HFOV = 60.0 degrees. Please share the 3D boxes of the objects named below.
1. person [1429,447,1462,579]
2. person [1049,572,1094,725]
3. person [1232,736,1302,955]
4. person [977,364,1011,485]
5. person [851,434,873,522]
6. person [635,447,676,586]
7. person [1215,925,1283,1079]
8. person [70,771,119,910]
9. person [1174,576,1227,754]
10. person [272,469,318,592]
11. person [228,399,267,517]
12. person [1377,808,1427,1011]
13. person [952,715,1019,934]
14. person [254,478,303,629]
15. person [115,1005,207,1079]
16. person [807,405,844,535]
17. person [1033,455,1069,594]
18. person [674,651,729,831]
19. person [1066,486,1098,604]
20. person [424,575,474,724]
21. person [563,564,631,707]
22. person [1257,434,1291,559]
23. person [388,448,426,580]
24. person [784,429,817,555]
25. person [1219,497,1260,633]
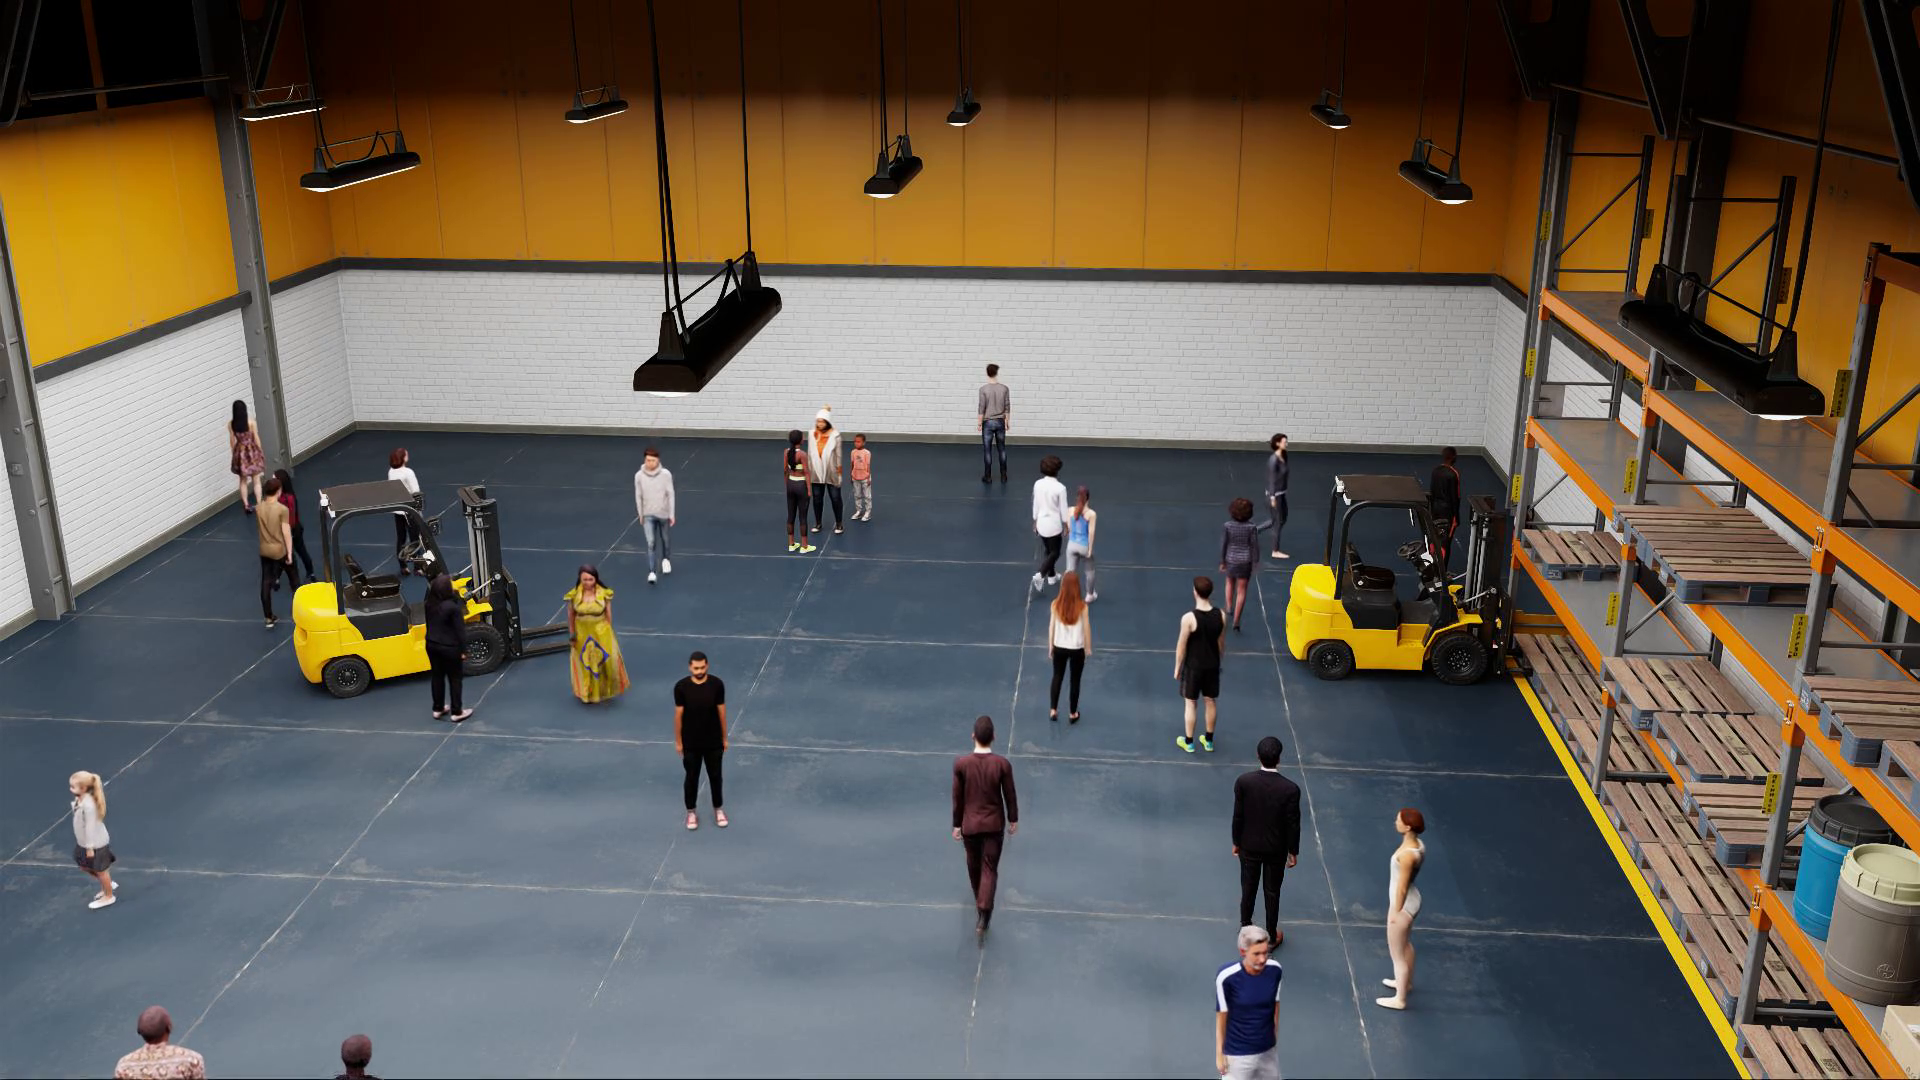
[{"bbox_3d":[6.438,-0.372,22.131,0.758,1.810,0.668,-11,22,-30],"label":"person"},{"bbox_3d":[1.155,1.171,17.690,0.647,1.720,0.634,6,20,18],"label":"person"},{"bbox_3d":[2.473,2.475,13.562,0.748,1.883,0.633,6,20,17],"label":"person"},{"bbox_3d":[0.536,-1.846,26.362,0.760,1.903,0.679,-4,19,-13],"label":"person"},{"bbox_3d":[-1.447,-0.943,24.610,0.530,1.310,0.550,8,20,22],"label":"person"},{"bbox_3d":[-3.998,-0.359,22.094,0.818,1.809,1.275,-1,19,-4],"label":"person"},{"bbox_3d":[1.877,3.331,11.111,0.773,1.826,0.868,-5,19,-15],"label":"person"},{"bbox_3d":[-7.399,2.551,14.297,0.689,1.270,0.623,-12,22,-32],"label":"person"},{"bbox_3d":[2.497,1.282,17.092,0.761,1.892,0.718,-5,19,-15],"label":"person"},{"bbox_3d":[-8.674,-0.148,21.748,0.916,1.630,1.058,15,23,37],"label":"person"},{"bbox_3d":[-10.578,-1.220,24.703,0.723,1.775,0.729,-3,19,-7],"label":"person"},{"bbox_3d":[3.456,2.834,12.881,0.667,1.637,0.513,8,20,22],"label":"person"},{"bbox_3d":[0.190,2.397,13.872,0.683,1.834,1.187,2,19,5],"label":"person"},{"bbox_3d":[-8.473,0.192,20.464,0.819,1.806,1.177,3,19,9],"label":"person"},{"bbox_3d":[-4.802,3.671,10.142,0.724,1.800,0.660,-2,19,-6],"label":"person"},{"bbox_3d":[-1.923,-1.023,23.941,0.707,1.889,0.702,4,19,12],"label":"person"},{"bbox_3d":[1.138,-0.193,21.634,0.949,1.789,1.154,11,22,31],"label":"person"},{"bbox_3d":[-2.424,1.854,15.608,0.704,1.755,0.671,-4,19,-12],"label":"person"},{"bbox_3d":[1.479,0.132,21.000,0.773,1.577,1.072,8,20,23],"label":"person"},{"bbox_3d":[-5.545,1.163,17.886,0.723,1.611,0.735,8,20,23],"label":"person"},{"bbox_3d":[-4.052,1.012,18.274,0.907,1.648,0.870,-4,19,-12],"label":"person"},{"bbox_3d":[4.284,-0.618,22.949,0.863,1.754,0.912,9,21,25],"label":"person"},{"bbox_3d":[-7.372,-0.357,22.112,0.664,1.794,0.611,7,20,19],"label":"person"},{"bbox_3d":[-2.267,-0.686,23.149,0.635,1.755,0.636,10,21,28],"label":"person"},{"bbox_3d":[3.387,0.341,20.231,0.733,1.672,0.959,6,19,16],"label":"person"}]
